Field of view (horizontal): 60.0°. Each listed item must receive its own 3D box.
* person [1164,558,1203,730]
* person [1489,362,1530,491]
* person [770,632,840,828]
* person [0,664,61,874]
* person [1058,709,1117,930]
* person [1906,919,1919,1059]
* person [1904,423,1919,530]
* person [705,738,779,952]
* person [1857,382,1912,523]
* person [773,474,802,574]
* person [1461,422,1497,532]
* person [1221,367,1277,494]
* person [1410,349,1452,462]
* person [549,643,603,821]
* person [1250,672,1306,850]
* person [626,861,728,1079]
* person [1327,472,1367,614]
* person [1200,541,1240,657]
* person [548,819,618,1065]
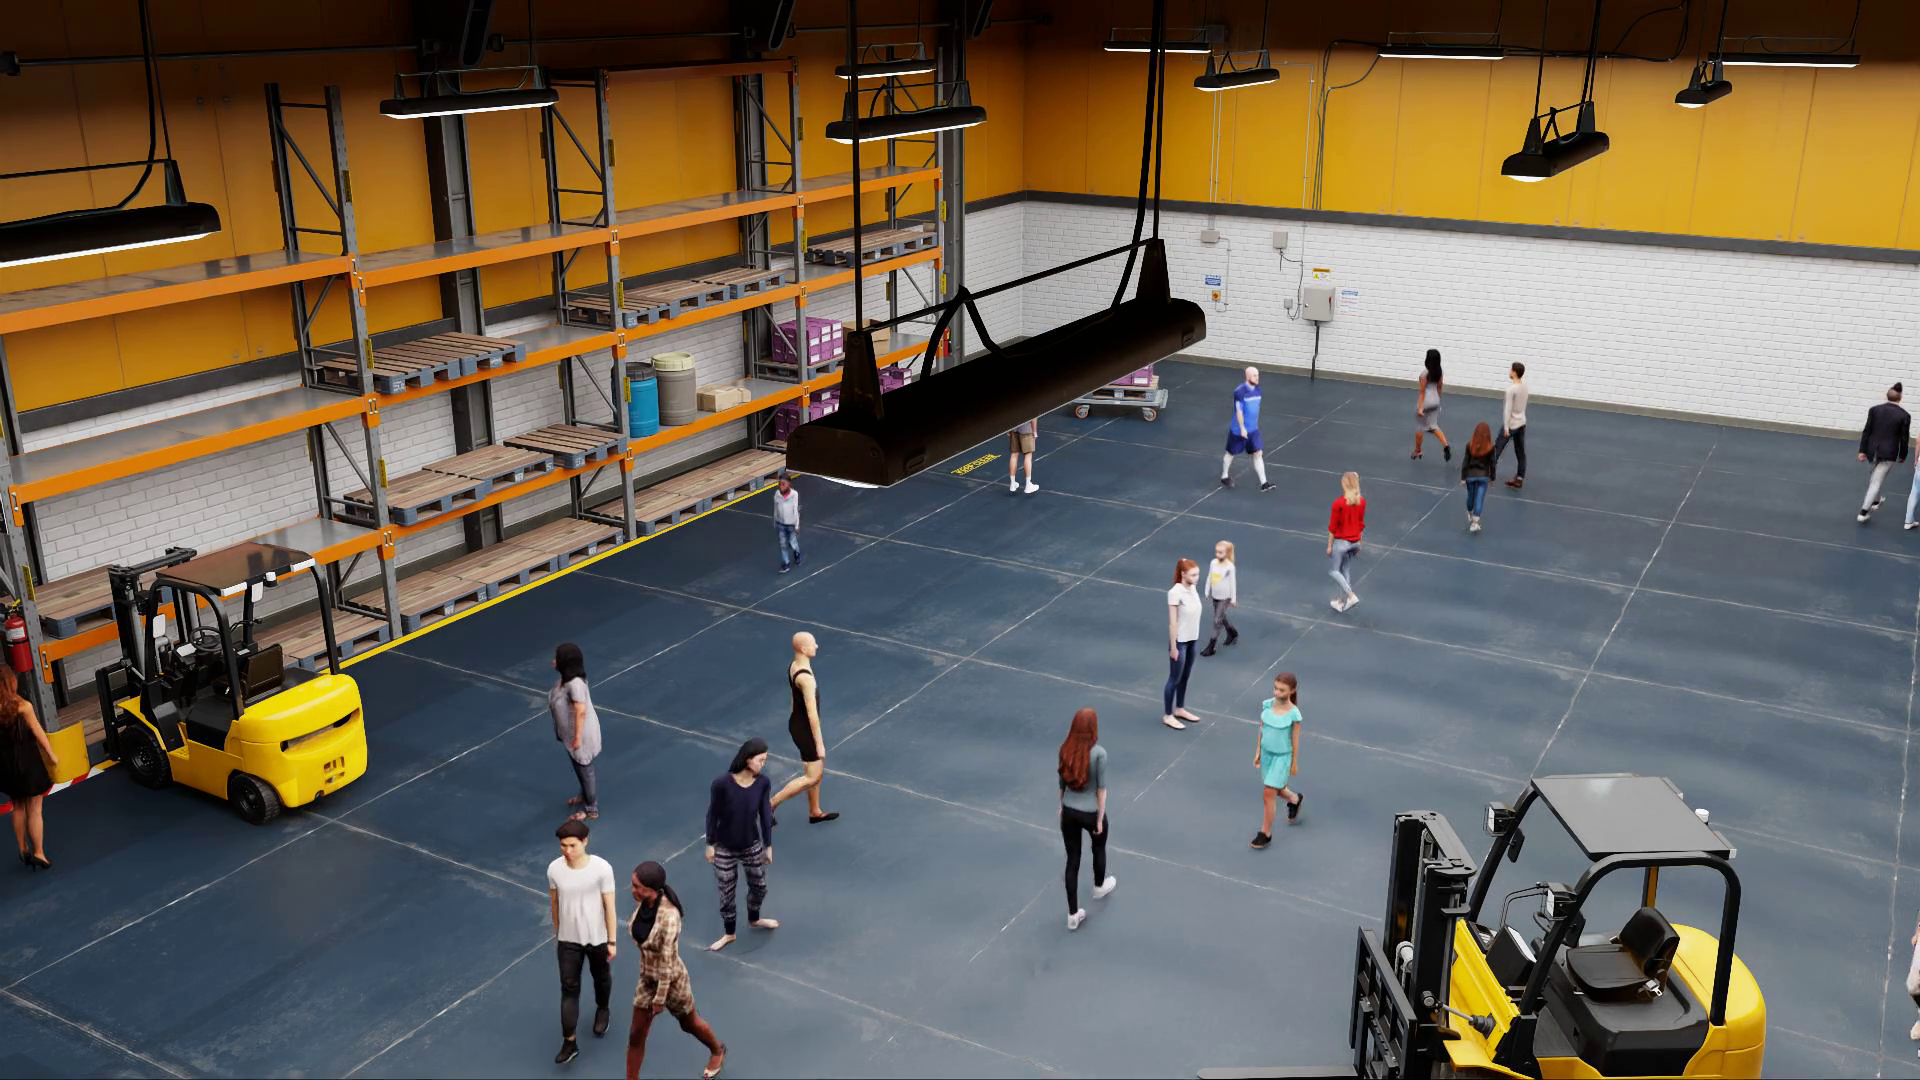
[{"bbox_3d":[2.165,0.993,16.291,0.651,1.735,0.493,14,23,36],"label":"person"},{"bbox_3d":[8.021,-1.615,23.875,1.088,1.838,0.994,-13,23,-34],"label":"person"},{"bbox_3d":[-1.406,1.661,14.210,1.054,1.798,0.991,-5,19,-15],"label":"person"},{"bbox_3d":[-7.637,1.888,13.483,0.693,1.833,0.724,0,19,0],"label":"person"},{"bbox_3d":[0.908,2.185,12.798,0.628,1.706,0.964,9,21,26],"label":"person"},{"bbox_3d":[6.729,2.698,11.255,0.710,1.718,0.689,-17,25,-41],"label":"person"},{"bbox_3d":[12.893,-1.014,22.070,0.745,1.851,0.725,-8,20,-23],"label":"person"},{"bbox_3d":[-1.716,2.281,12.527,0.753,1.697,0.829,-1,19,-3],"label":"person"},{"bbox_3d":[12.401,-1.150,22.411,1.320,1.891,0.980,-15,24,-38],"label":"person"},{"bbox_3d":[-2.128,-0.231,20.688,0.574,1.248,0.722,5,19,16],"label":"person"},{"bbox_3d":[6.884,-0.813,22.112,0.691,1.443,1.027,7,20,20],"label":"person"},{"bbox_3d":[4.011,-1.570,23.838,1.233,1.777,1.092,-12,22,-32],"label":"person"},{"bbox_3d":[7.142,-1.976,25.072,1.043,1.759,1.010,-9,21,-25],"label":"person"},{"bbox_3d":[-3.334,1.646,14.549,0.833,1.610,0.772,-4,19,-13],"label":"person"},{"bbox_3d":[2.733,1.827,14.123,1.050,1.538,0.797,-14,23,-36],"label":"person"},{"bbox_3d":[-1.822,2.865,10.725,0.753,1.739,1.169,17,25,42],"label":"person"},{"bbox_3d":[4.461,0.075,19.091,0.880,1.689,0.919,-7,20,-21],"label":"person"},{"bbox_3d":[2.902,0.606,18.182,0.967,1.261,0.714,-15,23,-37],"label":"person"},{"bbox_3d":[-2.540,2.654,11.427,0.917,1.692,1.099,1,19,2],"label":"person"}]
